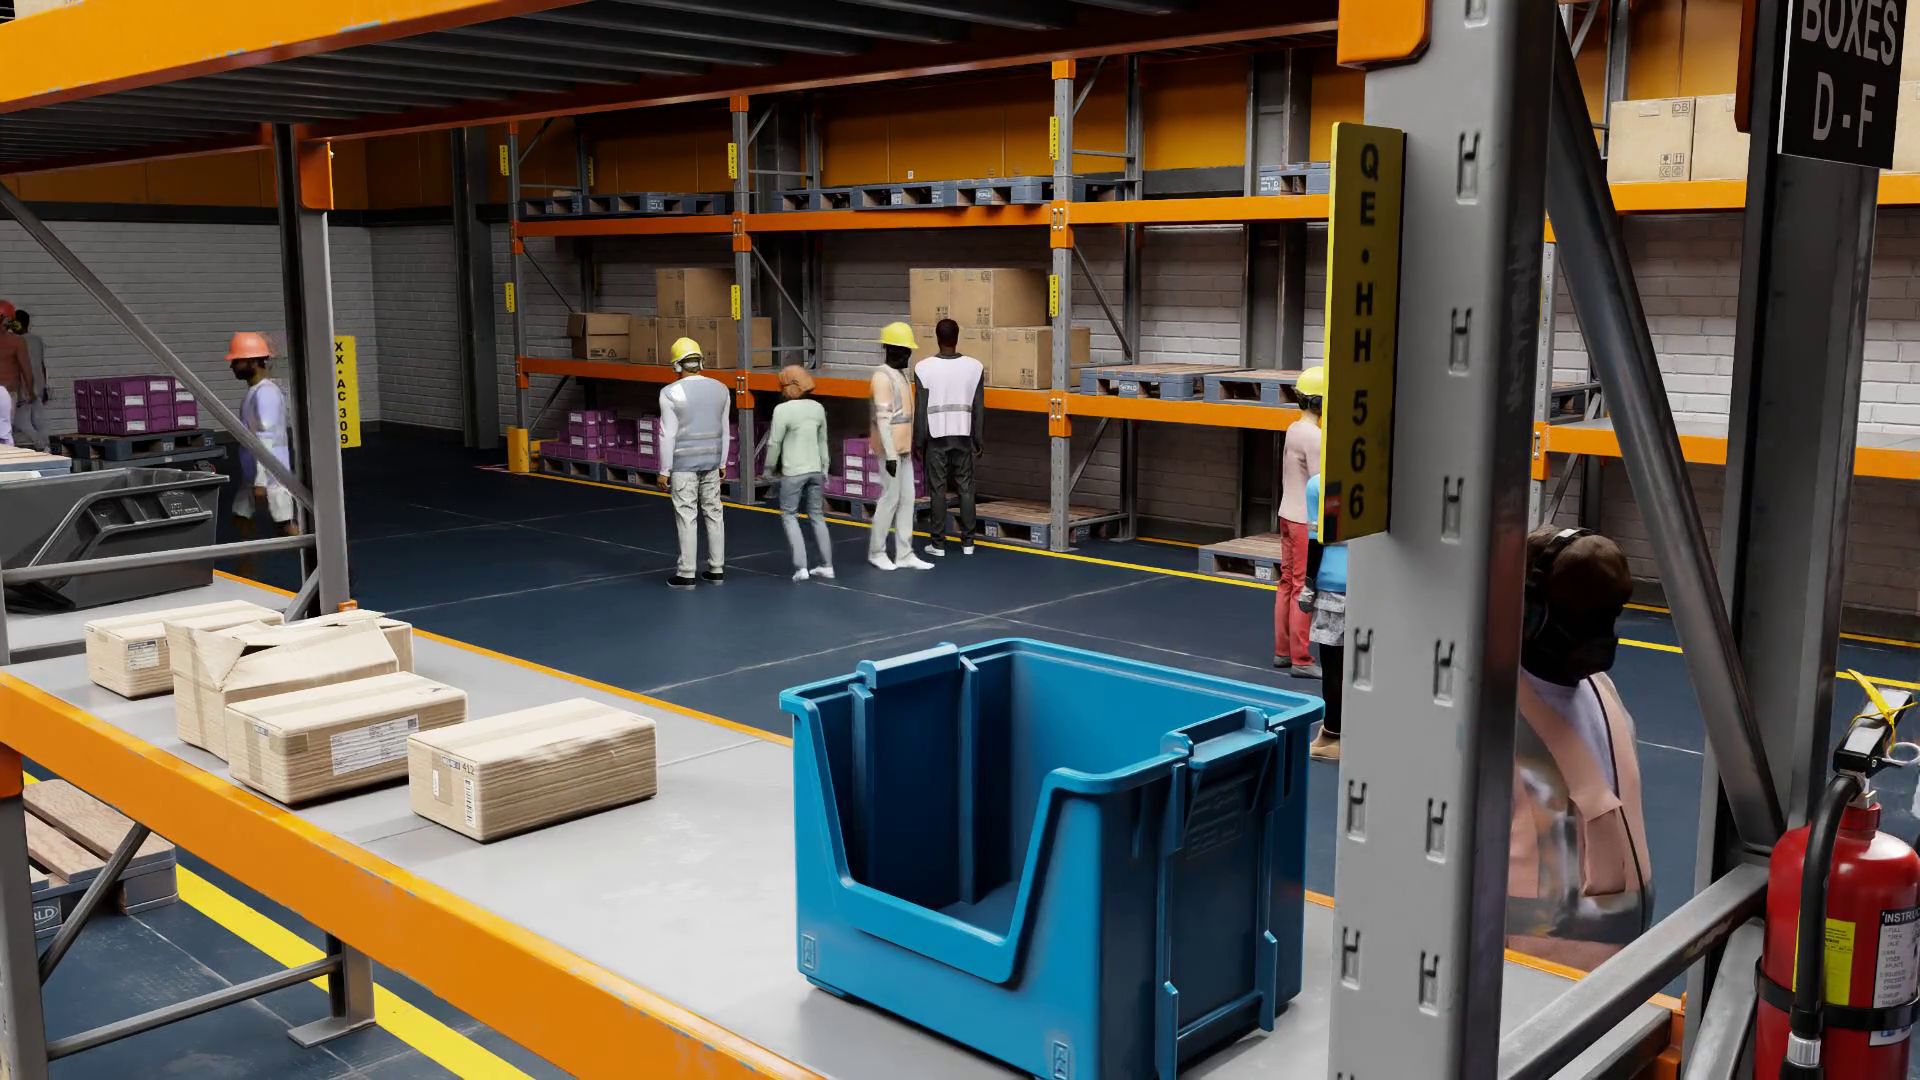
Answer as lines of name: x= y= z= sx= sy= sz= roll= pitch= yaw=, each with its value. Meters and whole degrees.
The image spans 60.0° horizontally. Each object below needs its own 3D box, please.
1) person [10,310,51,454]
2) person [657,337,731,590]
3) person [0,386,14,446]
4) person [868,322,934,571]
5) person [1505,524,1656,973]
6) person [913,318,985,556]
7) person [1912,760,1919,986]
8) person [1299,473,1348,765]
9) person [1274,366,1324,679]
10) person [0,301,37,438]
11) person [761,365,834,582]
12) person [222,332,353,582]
person: x=-10.772 y=-1.733 z=19.223 sx=0.402 sy=1.849 sz=0.562 roll=2 pitch=9 yaw=9
person: x=-1.942 y=-0.551 z=12.060 sx=0.588 sy=1.822 sz=0.403 roll=-8 pitch=13 yaw=-42
person: x=-6.129 y=-0.310 z=10.222 sx=0.627 sy=1.941 sz=0.374 roll=-8 pitch=12 yaw=-42
person: x=-0.484 y=-0.710 z=12.754 sx=0.488 sy=1.919 sz=0.621 roll=3 pitch=10 yaw=15
person: x=1.114 y=0.879 z=3.253 sx=0.429 sy=1.838 sz=0.621 roll=9 pitch=13 yaw=44
person: x=-0.084 y=-0.825 z=13.449 sx=0.597 sy=1.915 sz=0.370 roll=-3 pitch=10 yaw=-15
person: x=3.309 y=0.661 z=5.137 sx=0.810 sy=1.658 sz=0.538 roll=1 pitch=9 yaw=5
person: x=1.823 y=0.209 z=7.795 sx=0.532 sy=1.694 sz=0.319 roll=-4 pitch=10 yaw=-24
person: x=1.986 y=-0.101 z=9.471 sx=0.327 sy=1.769 sz=0.525 roll=-1 pitch=9 yaw=-7
person: x=-10.554 y=-1.663 z=18.447 sx=0.605 sy=1.955 sz=0.843 roll=1 pitch=9 yaw=8
person: x=-1.180 y=-0.487 z=12.305 sx=0.363 sy=1.613 sz=0.523 roll=8 pitch=12 yaw=39
person: x=-4.696 y=-0.477 z=11.389 sx=0.938 sy=1.904 sz=0.557 roll=-6 pitch=11 yaw=-33
